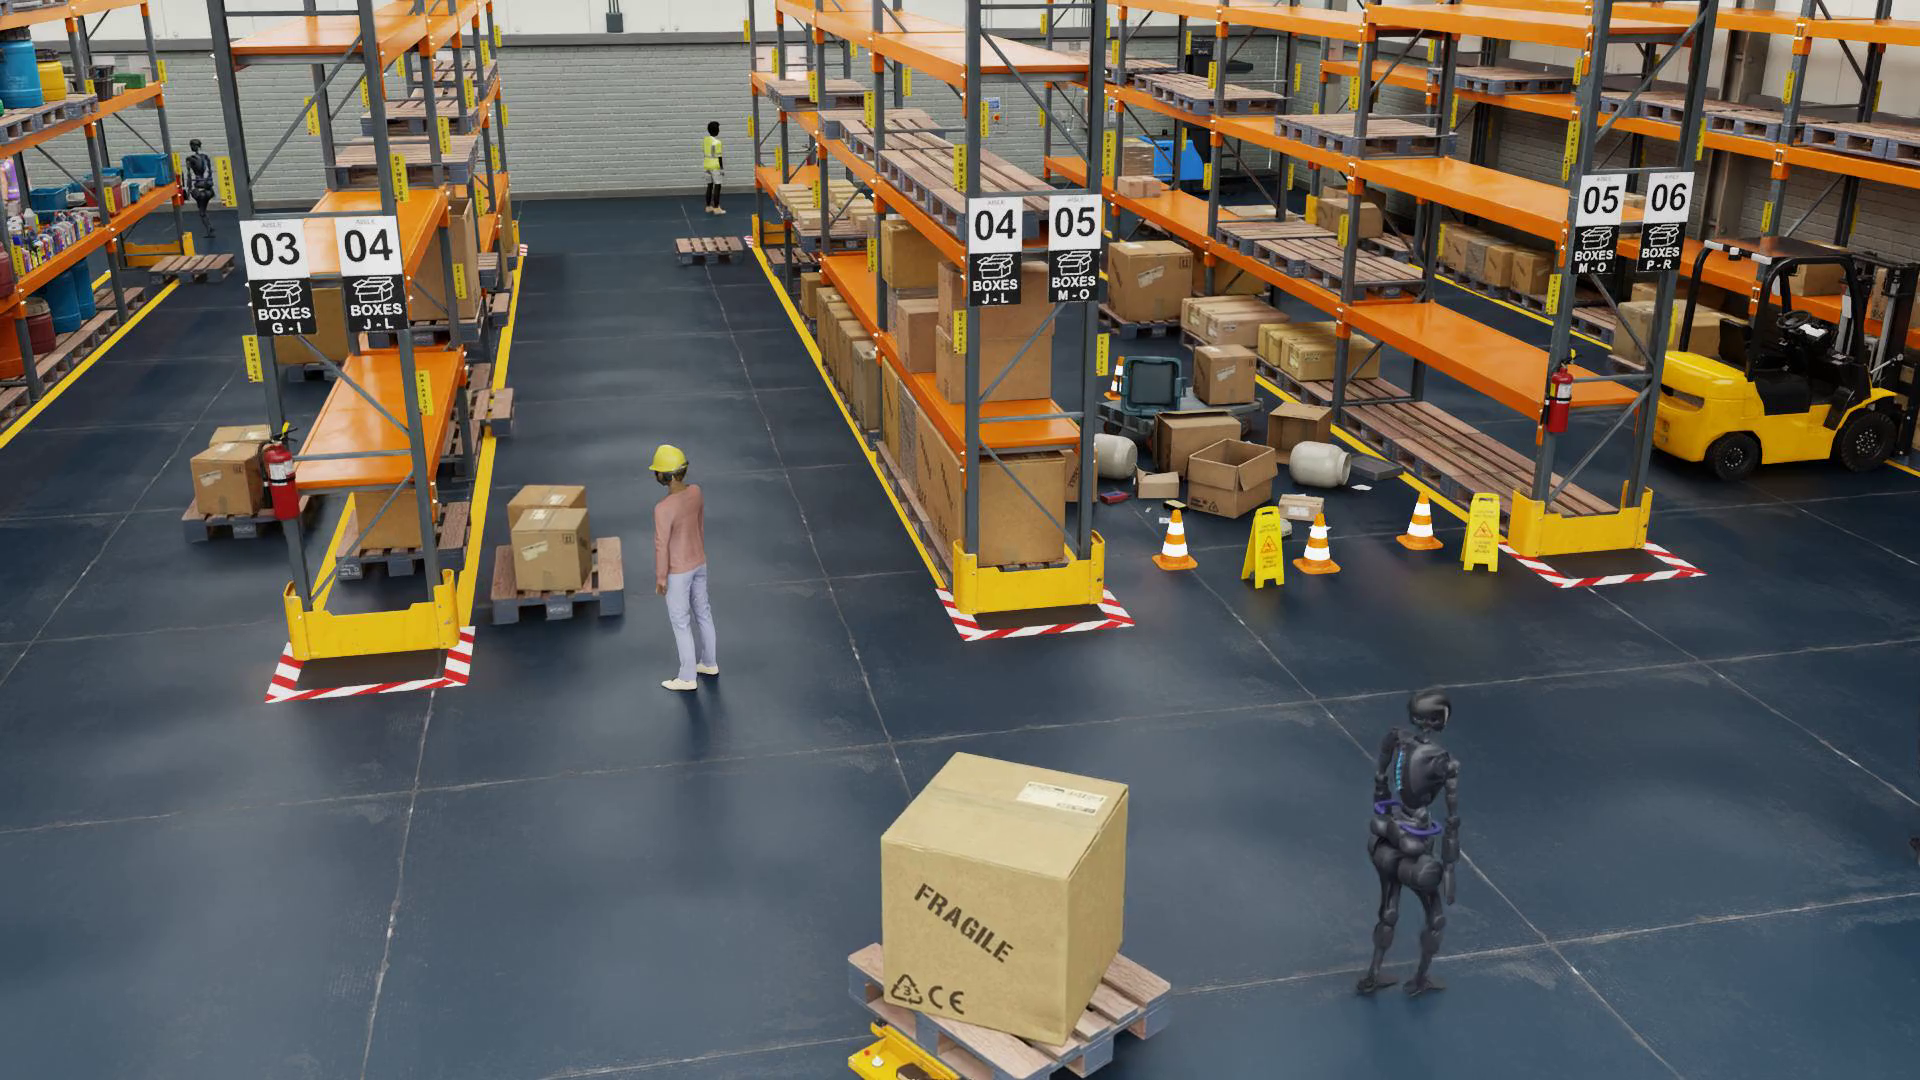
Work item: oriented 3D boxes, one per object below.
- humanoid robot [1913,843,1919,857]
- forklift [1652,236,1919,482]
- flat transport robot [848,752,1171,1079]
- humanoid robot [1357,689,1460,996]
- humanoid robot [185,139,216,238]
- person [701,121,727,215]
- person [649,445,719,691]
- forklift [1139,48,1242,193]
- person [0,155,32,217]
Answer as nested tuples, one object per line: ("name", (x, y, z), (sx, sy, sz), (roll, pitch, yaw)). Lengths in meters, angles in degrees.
("humanoid robot", (5.596, 1.111, 9.190), (0.599, 1.652, 0.395), (-4, 21, -10))
("forklift", (8.013, -1.814, 16.330), (2.313, 2.155, 1.214), (-4, 21, -12))
("flat transport robot", (0.236, 2.320, 7.956), (1.431, 0.231, 0.659), (-17, 26, -39))
("humanoid robot", (2.235, 1.483, 8.200), (0.472, 1.648, 0.599), (-10, 23, -26))
("humanoid robot", (-12.910, -5.972, 28.260), (0.360, 1.652, 0.608), (7, 21, 18))
("person", (-4.527, -6.837, 30.573), (0.537, 1.687, 0.319), (19, 27, 41))
("person", (-1.954, 0.187, 11.565), (0.343, 1.761, 0.522), (10, 22, 24))
("forklift", (4.566, -8.313, 32.860), (1.873, 2.768, 1.129), (-4, 21, -12))
("person", (-15.369, -5.563, 27.148), (0.348, 1.688, 0.492), (12, 23, 29))
